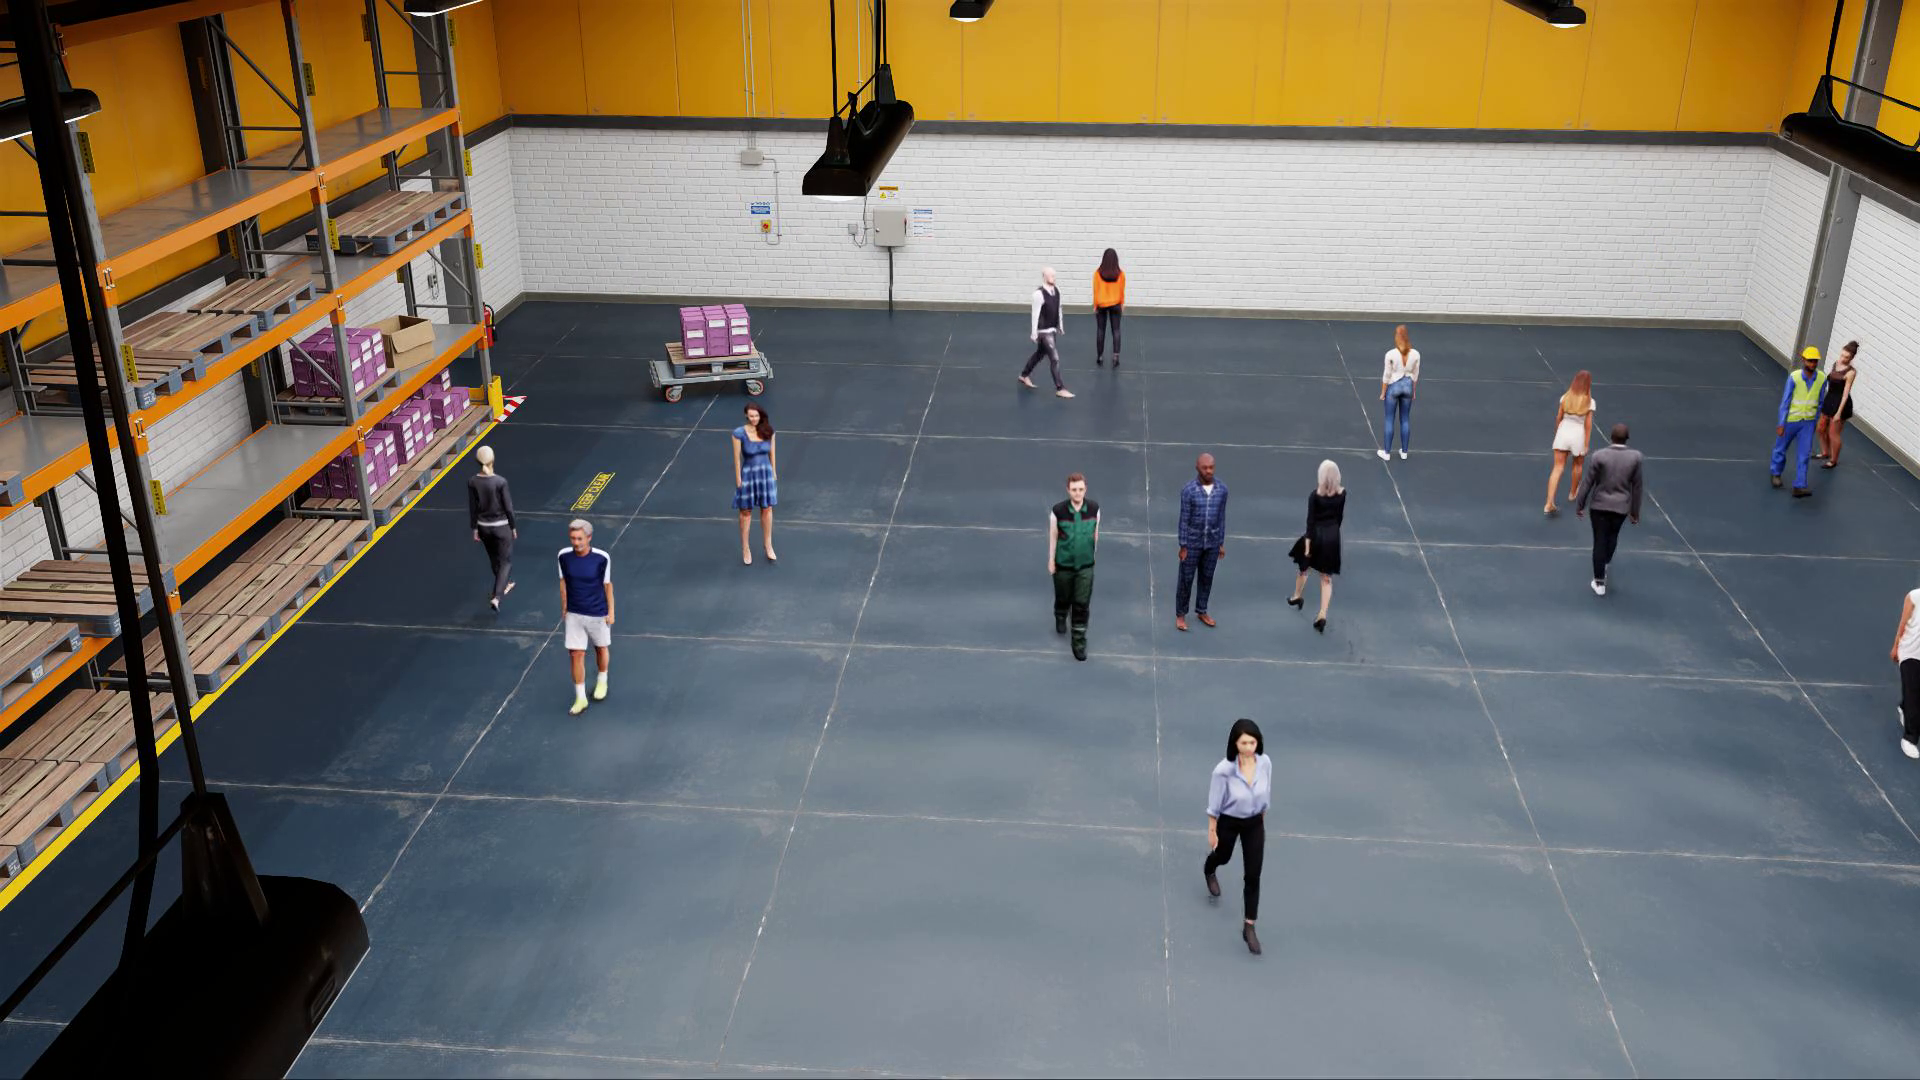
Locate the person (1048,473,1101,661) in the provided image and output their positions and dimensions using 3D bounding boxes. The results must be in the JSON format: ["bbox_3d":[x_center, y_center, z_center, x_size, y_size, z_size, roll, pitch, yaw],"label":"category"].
[{"bbox_3d":[1.076,0.191,15.979,0.825,1.809,1.197,-2,24,-5],"label":"person"}]

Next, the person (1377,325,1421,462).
[{"bbox_3d":[5.477,-1.840,20.735,0.643,1.720,0.570,-2,24,-6],"label":"person"}]

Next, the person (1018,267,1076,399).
[{"bbox_3d":[1.135,-2.877,23.038,1.168,1.776,1.269,16,28,33],"label":"person"}]

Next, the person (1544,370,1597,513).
[{"bbox_3d":[6.983,-1.096,19.120,0.928,1.651,1.183,15,28,31],"label":"person"}]

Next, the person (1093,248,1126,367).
[{"bbox_3d":[2.173,-3.408,24.288,0.620,1.749,0.544,1,24,3],"label":"person"}]

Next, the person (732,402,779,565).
[{"bbox_3d":[-2.179,-0.614,17.825,0.759,1.805,0.754,-10,26,-22],"label":"person"}]

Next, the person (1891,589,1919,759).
[{"bbox_3d":[8.360,0.970,14.395,0.734,1.649,1.109,5,24,11],"label":"person"}]

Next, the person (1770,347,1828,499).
[{"bbox_3d":[9.903,-1.426,19.727,0.687,1.770,1.115,2,24,5],"label":"person"}]

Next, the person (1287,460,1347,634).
[{"bbox_3d":[3.593,0.085,16.329,0.840,1.723,1.052,-7,24,-15],"label":"person"}]

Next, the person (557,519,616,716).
[{"bbox_3d":[-3.338,0.608,15.013,0.701,1.818,0.889,0,24,0],"label":"person"}]

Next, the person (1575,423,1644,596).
[{"bbox_3d":[6.690,-0.285,17.092,0.803,1.790,1.008,4,24,9],"label":"person"}]

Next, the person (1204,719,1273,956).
[{"bbox_3d":[1.954,2.021,11.925,0.897,1.702,1.226,-6,24,-13],"label":"person"}]

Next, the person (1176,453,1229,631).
[{"bbox_3d":[2.369,-0.007,16.420,0.735,1.818,0.726,-7,24,-15],"label":"person"}]

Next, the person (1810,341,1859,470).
[{"bbox_3d":[10.778,-1.648,20.385,0.752,1.650,0.607,2,24,4],"label":"person"}]

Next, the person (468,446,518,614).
[{"bbox_3d":[-4.721,-0.102,16.787,0.635,1.699,1.035,3,24,7],"label":"person"}]
